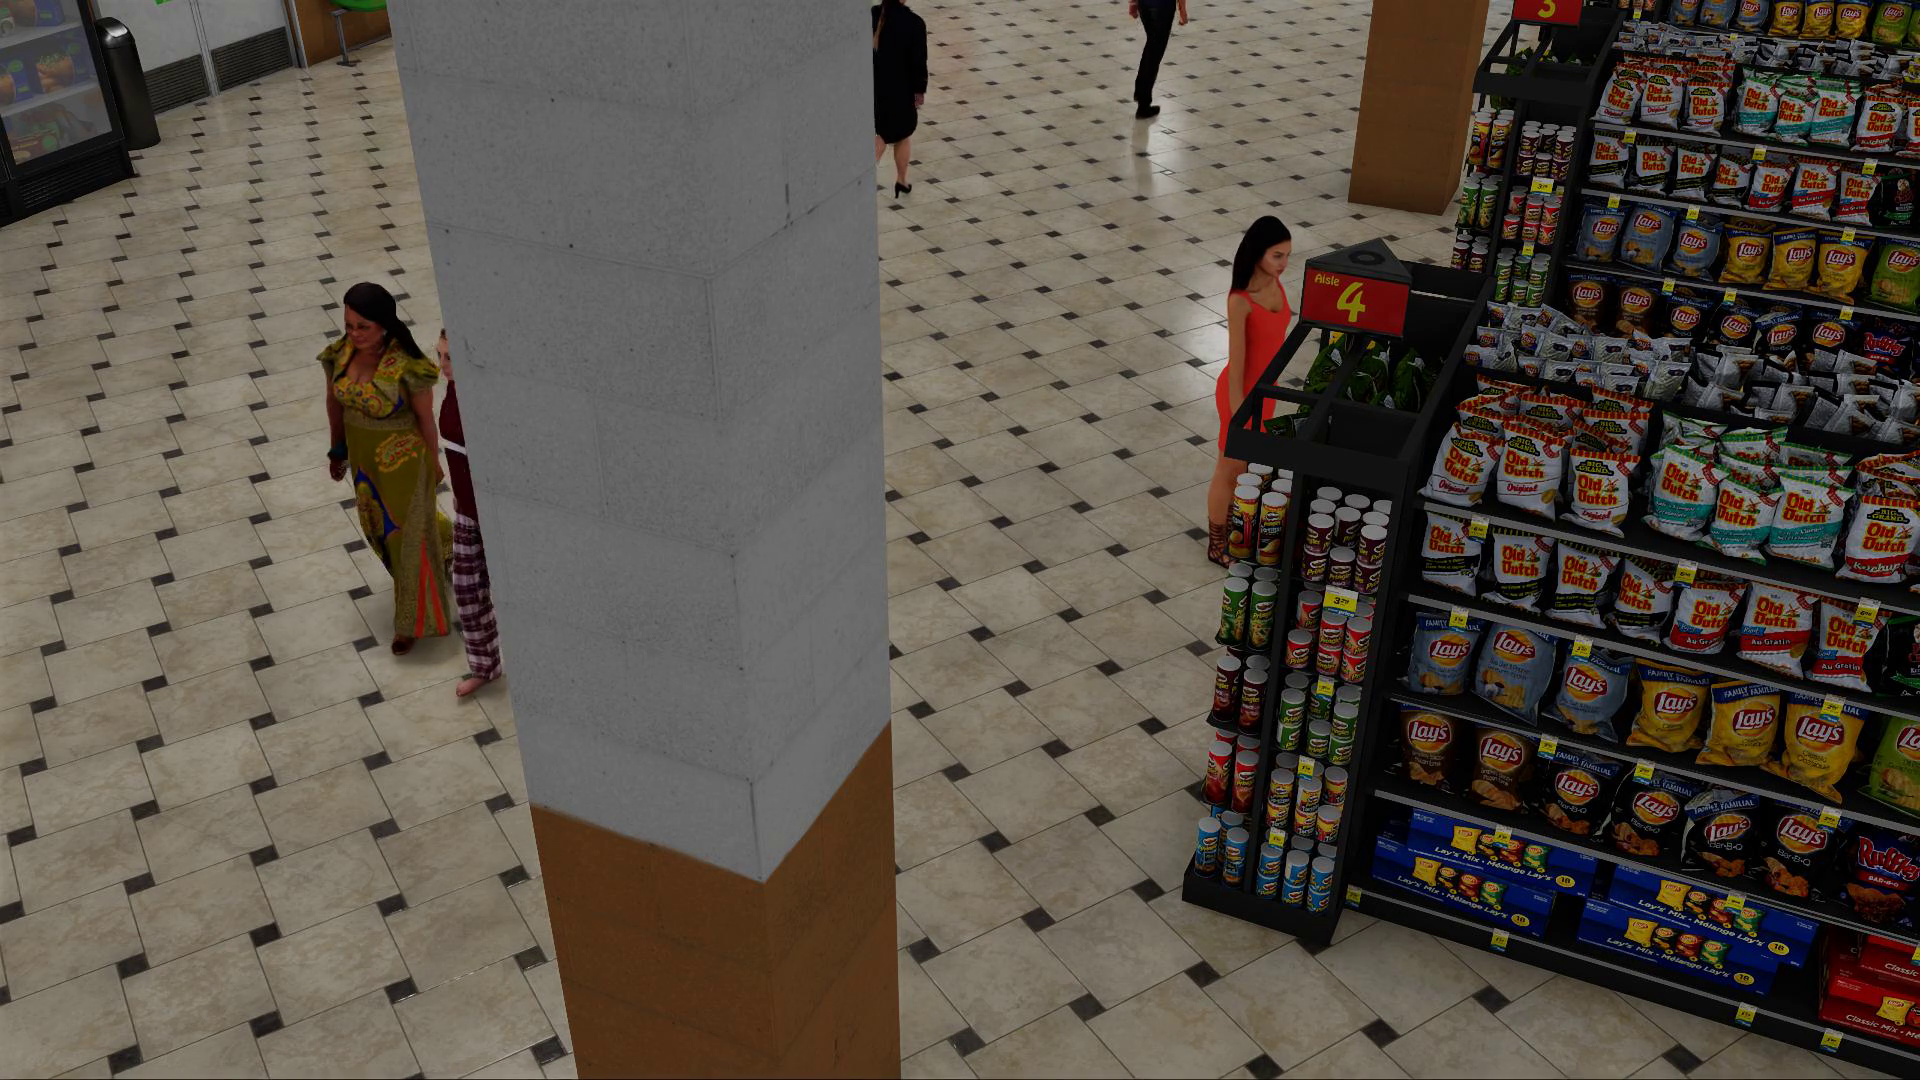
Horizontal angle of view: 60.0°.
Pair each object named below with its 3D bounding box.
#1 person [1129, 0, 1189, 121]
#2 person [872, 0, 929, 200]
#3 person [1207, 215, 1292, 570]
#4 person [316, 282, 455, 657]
[{"bbox_3d":[1.543,-4.327,13.563,0.797,1.780,0.698,-26,40,-36],"label":"person"},{"bbox_3d":[-0.521,-3.185,11.843,0.829,1.660,0.779,12,34,19],"label":"person"},{"bbox_3d":[1.335,-0.678,7.755,0.538,1.722,0.602,17,36,25],"label":"person"},{"bbox_3d":[-2.489,-0.382,7.362,1.036,1.634,0.899,9,33,14],"label":"person"}]
